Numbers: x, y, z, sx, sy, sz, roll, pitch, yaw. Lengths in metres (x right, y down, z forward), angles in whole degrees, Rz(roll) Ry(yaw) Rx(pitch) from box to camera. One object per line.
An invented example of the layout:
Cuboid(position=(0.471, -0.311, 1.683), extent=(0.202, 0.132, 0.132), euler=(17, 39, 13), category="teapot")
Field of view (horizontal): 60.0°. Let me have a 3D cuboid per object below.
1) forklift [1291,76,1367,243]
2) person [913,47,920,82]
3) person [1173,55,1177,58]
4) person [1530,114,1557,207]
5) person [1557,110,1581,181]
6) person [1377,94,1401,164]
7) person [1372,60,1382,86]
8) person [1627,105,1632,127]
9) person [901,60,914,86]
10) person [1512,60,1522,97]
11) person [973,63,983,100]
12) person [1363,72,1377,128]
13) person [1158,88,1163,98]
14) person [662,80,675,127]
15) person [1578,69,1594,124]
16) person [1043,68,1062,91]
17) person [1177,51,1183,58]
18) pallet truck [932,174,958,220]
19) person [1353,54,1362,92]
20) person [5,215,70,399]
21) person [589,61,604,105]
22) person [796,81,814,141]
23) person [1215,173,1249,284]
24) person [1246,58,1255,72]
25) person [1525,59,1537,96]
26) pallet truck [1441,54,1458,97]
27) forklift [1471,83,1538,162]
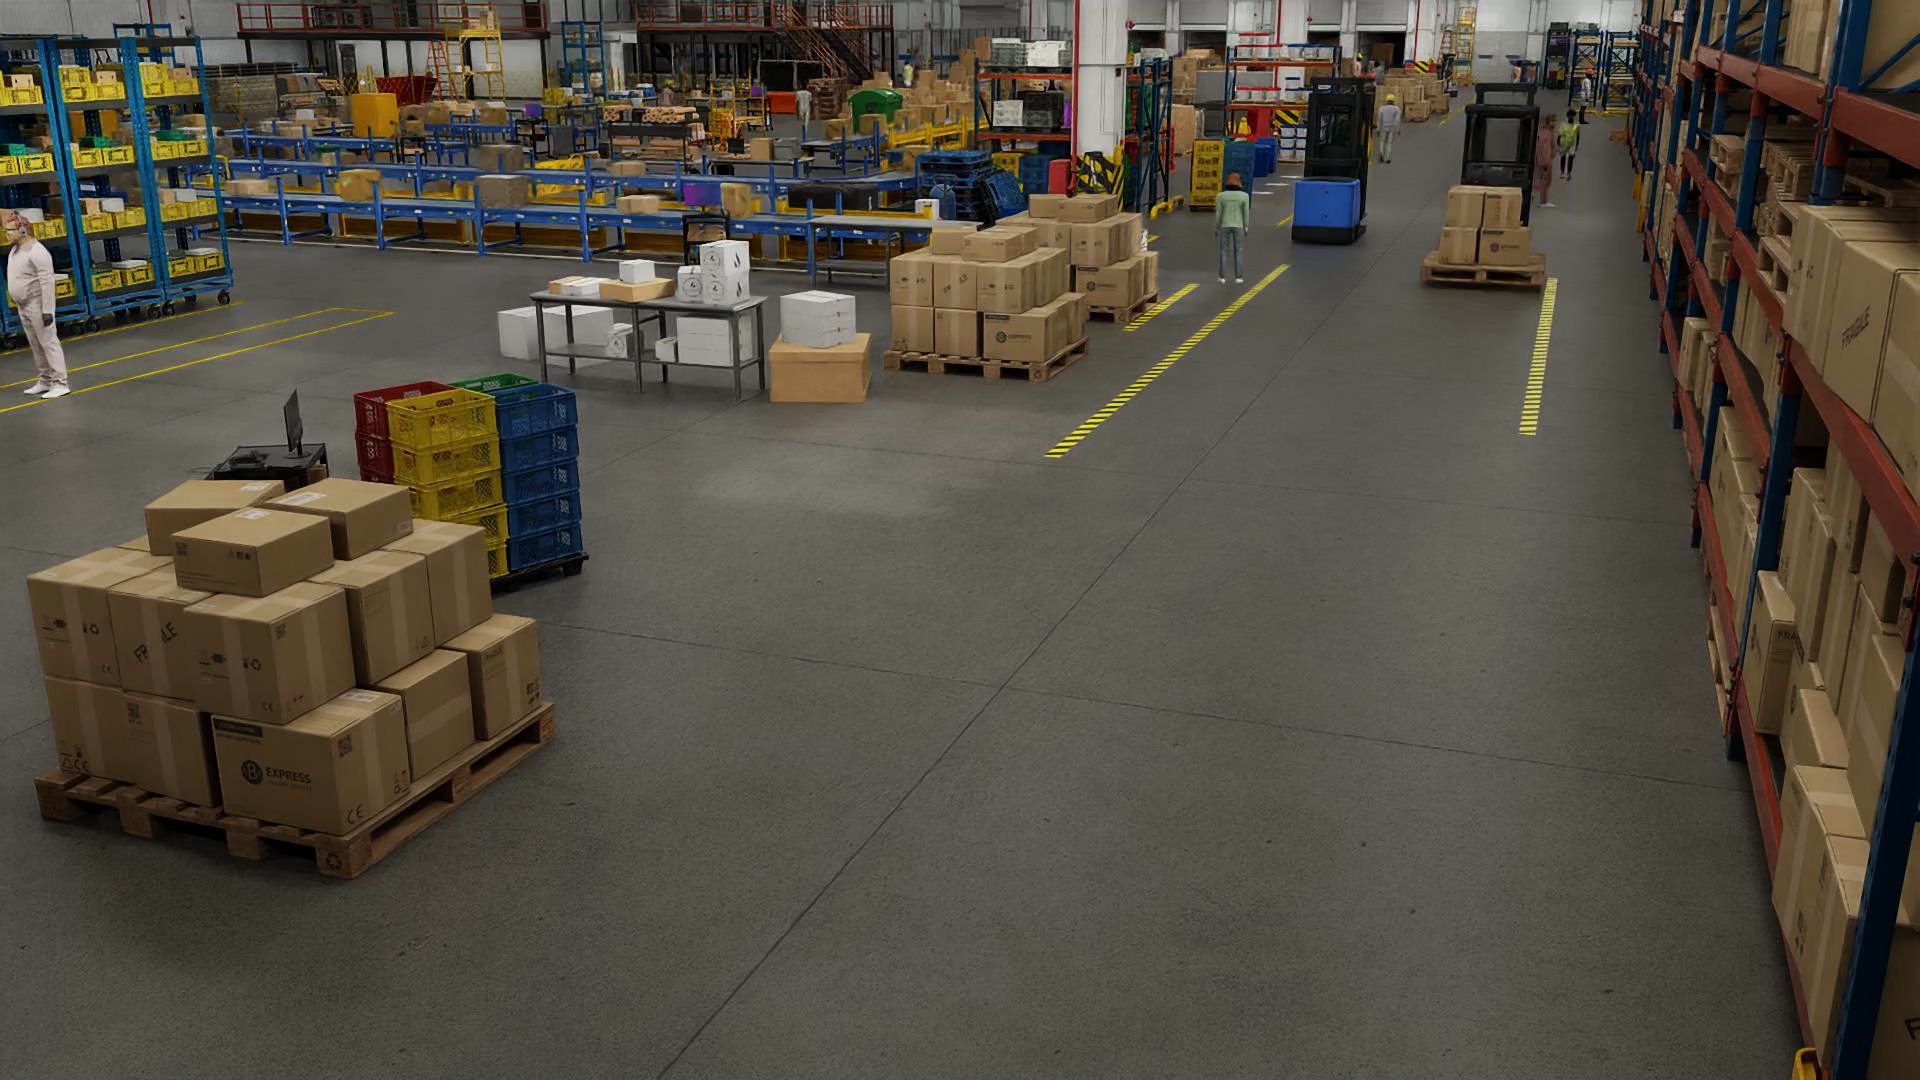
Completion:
Cuboid(position=(6.598, -6.755, 29.381), extent=(1.129, 2.768, 1.873), euler=(6, 19, 19), category="forklift")
Cuboid(position=(-2.388, -27.059, 94.679), extent=(0.875, 1.961, 0.605), euler=(-5, 18, -16), category="person")
Cuboid(position=(10.450, -22.563, 80.679), extent=(1.032, 1.894, 0.636), euler=(8, 19, 24), category="person")
Cuboid(position=(12.067, -7.838, 34.396), extent=(0.579, 1.890, 0.646), euler=(4, 18, 12), category="person")
Cuboid(position=(14.633, -9.507, 40.038), extent=(0.537, 1.652, 0.894), euler=(4, 18, 14), category="person")
Cuboid(position=(11.444, -10.960, 44.333), extent=(0.604, 1.813, 0.568), euler=(7, 19, 21), category="person")
Cuboid(position=(18.577, -20.449, 74.116), extent=(0.515, 1.825, 0.644), euler=(0, 18, 1), category="person")
Cuboid(position=(22.922, -14.716, 55.922), extent=(0.904, 1.924, 0.623), euler=(-1, 18, -2), category="person")
Cuboid(position=(-2.363, -20.811, 75.332), extent=(0.718, 1.793, 0.669), euler=(13, 22, 35), category="person")
Cuboid(position=(26.334, -21.818, 78.641), extent=(0.547, 1.688, 0.338), euler=(-14, 22, -37), category="person")
Cuboid(position=(0.806, -17.764, 65.368), extent=(0.712, 2.022, 0.624), euler=(-3, 18, -11), category="person")
Cuboid(position=(14.038, -15.209, 57.545), extent=(0.887, 1.906, 0.543), euler=(0, 18, -2), category="person")
Cuboid(position=(6.914, -15.032, 57.345), extent=(0.576, 1.671, 0.580), euler=(0, 18, 0), category="person")
Cuboid(position=(-9.698, -14.349, 55.130), extent=(0.562, 1.724, 0.484), euler=(13, 22, 35), category="person")
Cuboid(position=(22.501, -15.936, 59.758), extent=(0.374, 1.939, 0.545), euler=(3, 18, 9), category="person")
Cuboid(position=(3.339, -15.854, 59.332), extent=(0.683, 2.000, 0.538), euler=(5, 18, 17), category="person")
Cuboid(position=(11.351, -24.453, 86.543), extent=(0.613, 1.926, 0.694), euler=(-8, 19, -24), category="person")
Cuboid(position=(-0.507, -5.292, 27.348), extent=(0.653, 1.274, 1.630), euler=(6, 19, 19), category="pallet truck")
Cuboid(position=(19.275, -22.581, 80.655), extent=(0.377, 1.923, 0.595), euler=(12, 21, 33), category="person")
Cuboid(position=(-9.693, -2.433, 17.382), extent=(0.649, 1.906, 0.401), euler=(13, 22, 36), category="person")
Cuboid(position=(-15.680, -19.692, 71.709), extent=(0.957, 1.851, 0.574), euler=(10, 20, 28), category="person")
Cuboid(position=(-4.841, -13.357, 51.827), extent=(0.526, 1.843, 0.874), euler=(2, 18, 7), category="person")
Cuboid(position=(4.036, -4.624, 24.709), extent=(0.498, 1.633, 0.279), euler=(3, 18, 10), category="person")
Cuboid(position=(13.597, -21.646, 77.696), extent=(1.023, 1.951, 0.624), euler=(-4, 18, -12), category="person")
Cuboid(position=(27.056, -21.887, 78.756), extent=(0.524, 1.757, 0.359), euler=(-6, 18, -17), category="person")
Cuboid(position=(22.765, -21.886, 78.355), extent=(0.823, 1.965, 1.885), euler=(-4, 18, -14), category="pallet truck")
Cuboid(position=(8.629, -5.888, 26.657), extent=(1.129, 2.768, 1.873), euler=(6, 19, 19), category="forklift")
